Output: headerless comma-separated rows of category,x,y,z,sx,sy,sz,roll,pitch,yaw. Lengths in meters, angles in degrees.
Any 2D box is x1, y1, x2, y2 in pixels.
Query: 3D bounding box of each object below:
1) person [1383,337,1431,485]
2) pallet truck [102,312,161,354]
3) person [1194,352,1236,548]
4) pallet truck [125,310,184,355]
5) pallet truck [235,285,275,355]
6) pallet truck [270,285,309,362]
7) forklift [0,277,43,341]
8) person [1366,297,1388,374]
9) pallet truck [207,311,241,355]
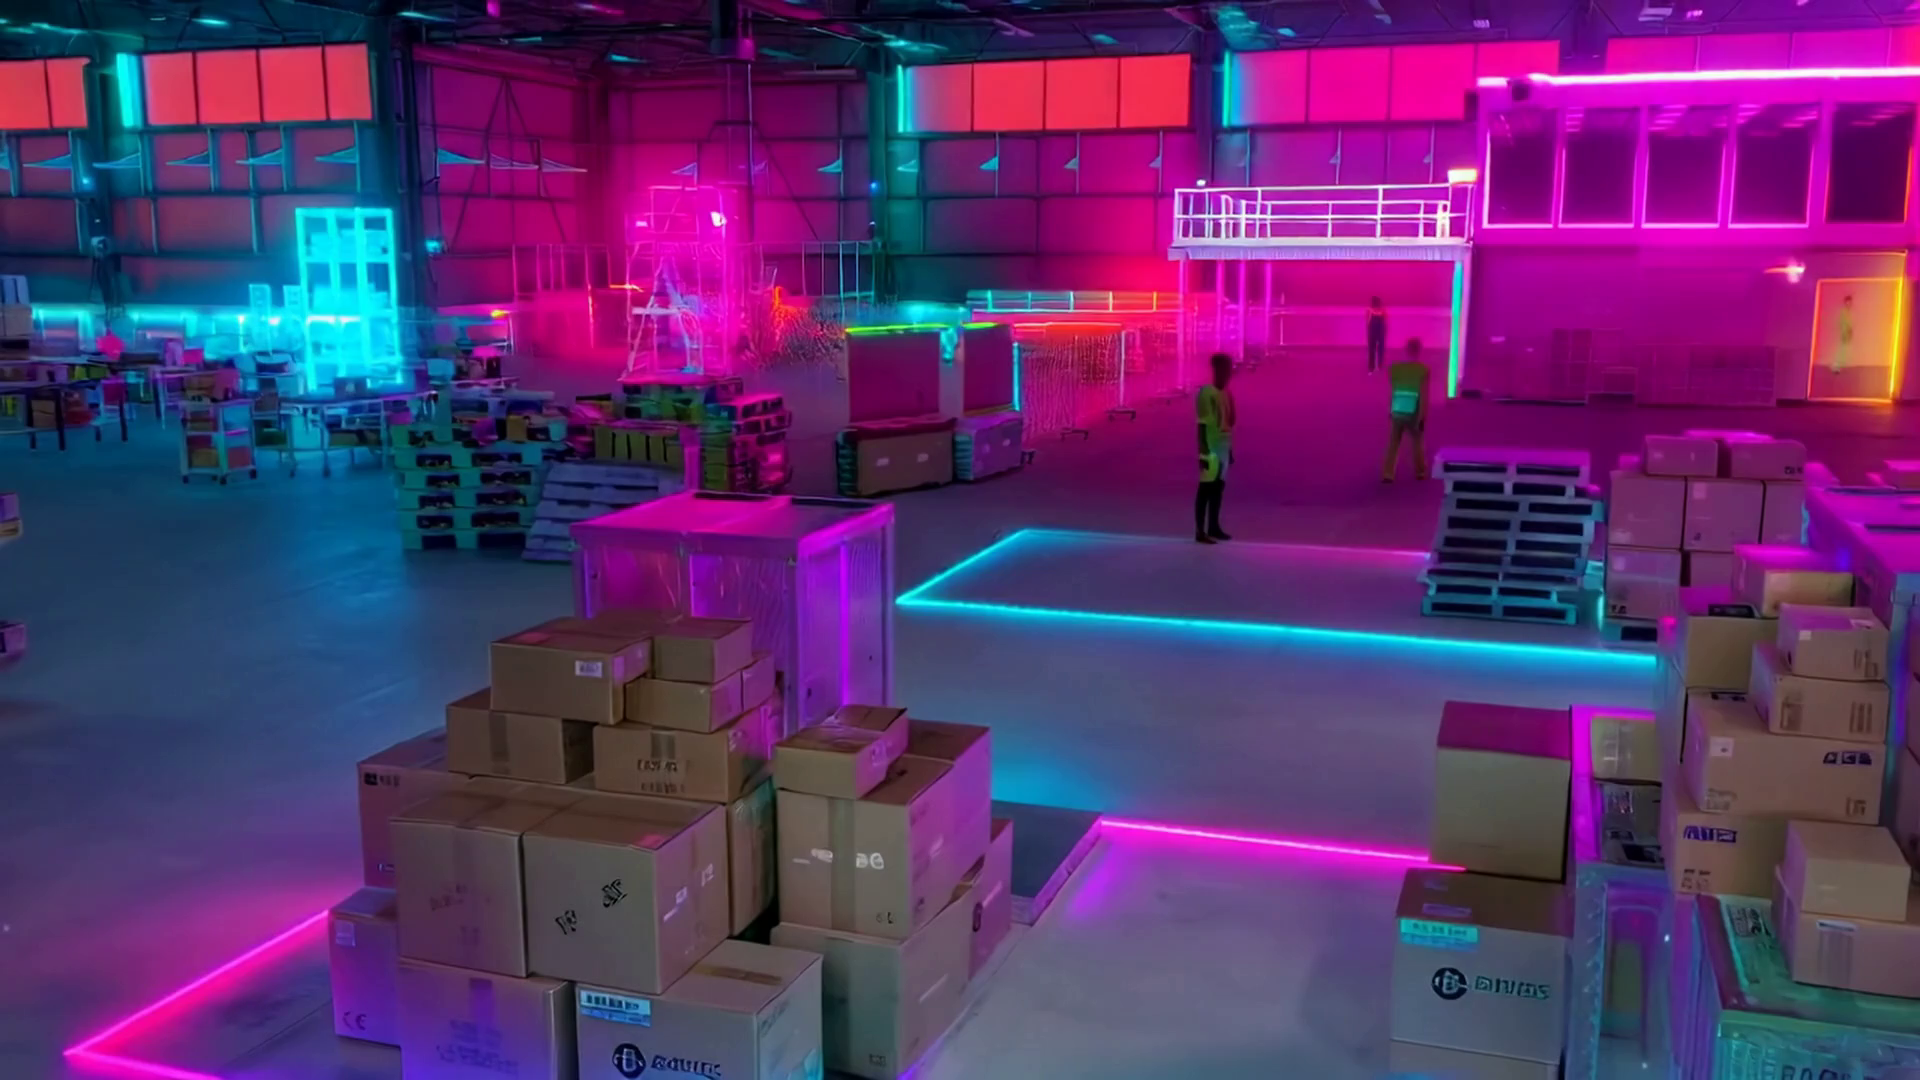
person,5.678,-1.636,21.140,0.605,1.877,0.991,8,13,39
pallet truck,-23.057,-5.777,46.261,0.680,1.201,1.601,3,11,19
person,2.596,-0.917,16.825,0.373,1.962,0.605,8,13,39
pallet truck,-22.038,-5.665,45.457,0.704,1.261,1.522,3,11,17
pallet truck,-18.327,-5.835,44.421,0.823,1.965,1.885,4,11,23
pallet truck,-17.147,-5.700,43.663,0.823,1.965,1.885,3,11,17
forklift,-27.151,-6.329,46.328,1.157,1.987,2.680,3,11,17
person,9.847,-4.827,39.252,0.521,1.822,0.729,4,11,21
pallet truck,-19.537,-5.575,44.913,0.653,1.274,1.630,3,11,19
